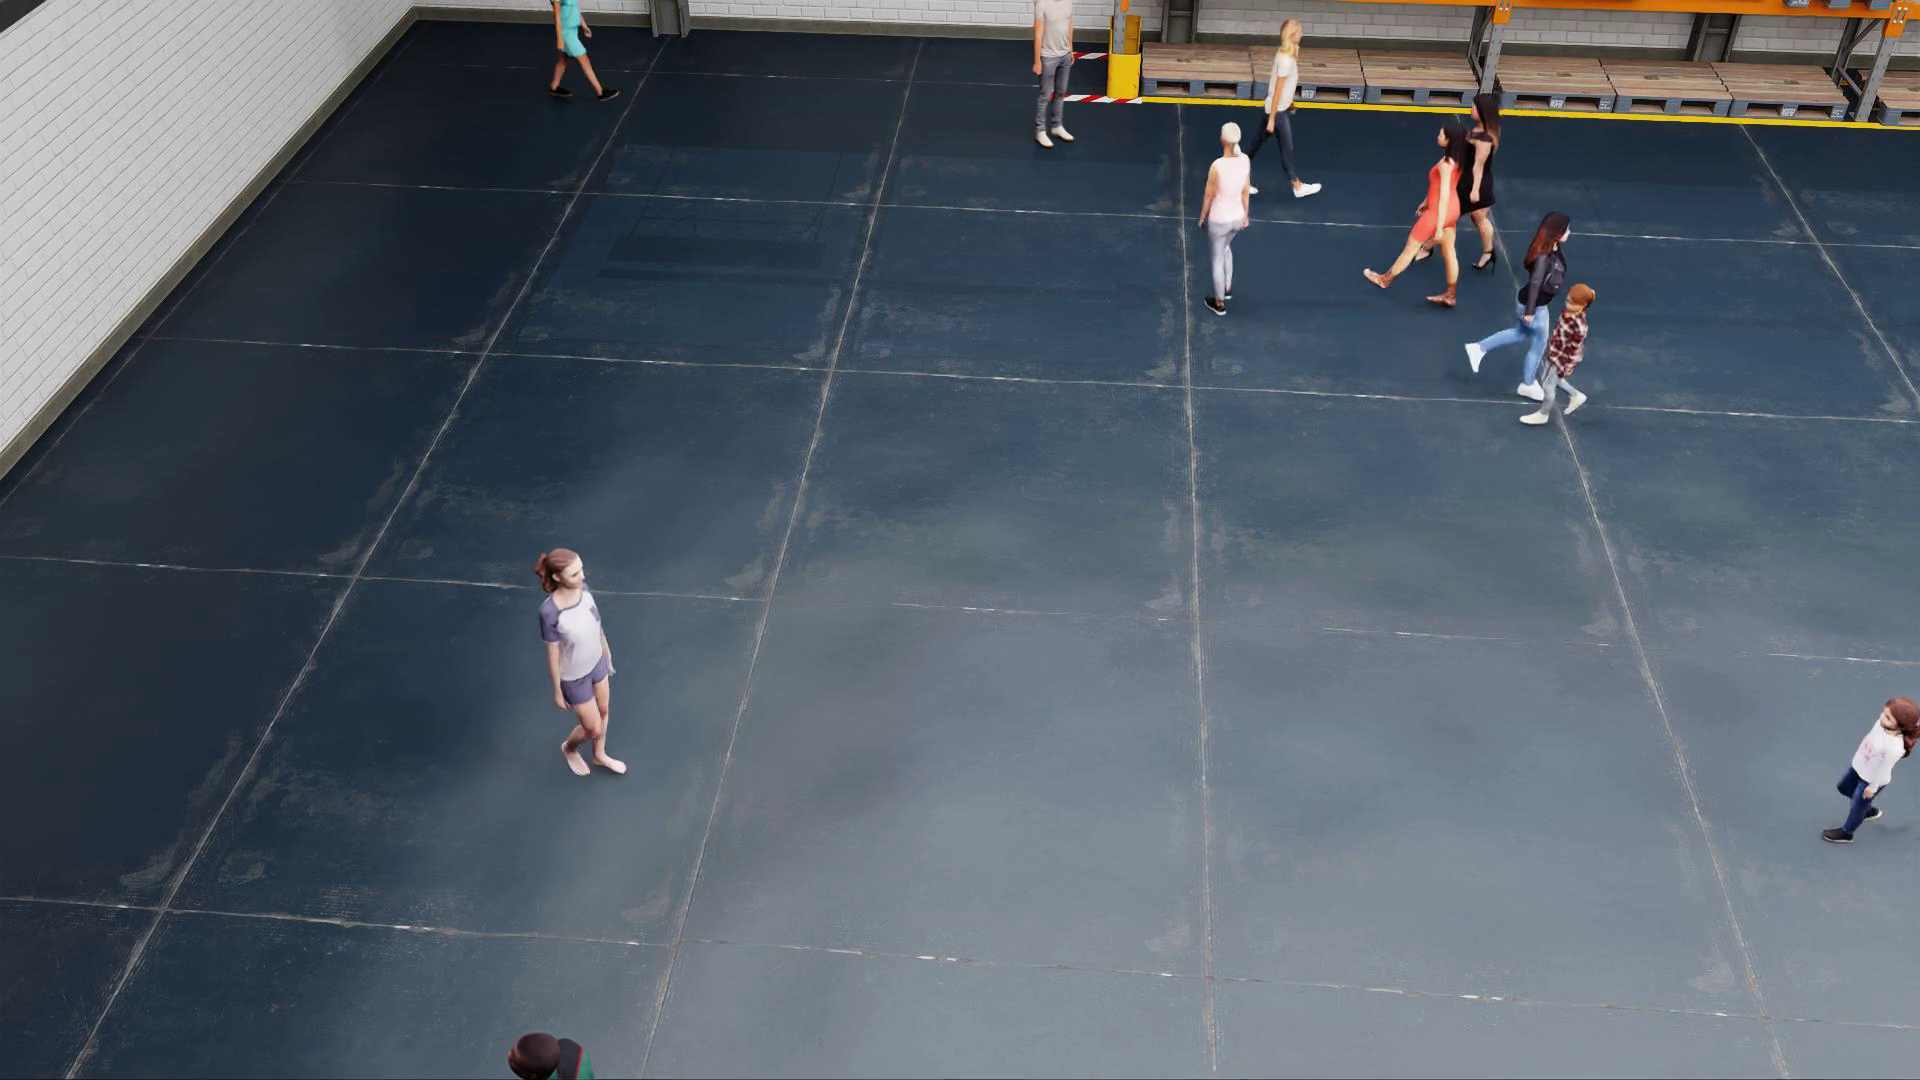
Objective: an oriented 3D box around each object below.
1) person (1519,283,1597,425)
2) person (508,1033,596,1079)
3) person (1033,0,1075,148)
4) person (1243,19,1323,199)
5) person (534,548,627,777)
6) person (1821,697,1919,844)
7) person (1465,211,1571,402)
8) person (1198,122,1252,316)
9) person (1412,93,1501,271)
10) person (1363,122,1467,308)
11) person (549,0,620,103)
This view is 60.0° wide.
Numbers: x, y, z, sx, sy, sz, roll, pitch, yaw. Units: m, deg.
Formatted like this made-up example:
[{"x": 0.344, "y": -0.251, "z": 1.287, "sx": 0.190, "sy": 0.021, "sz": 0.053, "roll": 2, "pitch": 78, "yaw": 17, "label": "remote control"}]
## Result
[{"x": 4.786, "y": -1.448, "z": 13.031, "sx": 0.748, "sy": 1.288, "sz": 0.571, "roll": 1, "pitch": 39, "yaw": 1, "label": "person"}, {"x": -1.710, "y": 2.747, "z": 7.336, "sx": 0.589, "sy": 1.839, "sz": 0.668, "roll": 3, "pitch": 39, "yaw": 4, "label": "person"}, {"x": 0.946, "y": -4.958, "z": 16.944, "sx": 0.746, "sy": 1.889, "sz": 0.801, "roll": -28, "pitch": 47, "yaw": -31, "label": "person"}, {"x": 2.938, "y": -4.097, "z": 15.959, "sx": 1.079, "sy": 1.773, "sz": 0.634, "roll": 4, "pitch": 39, "yaw": 5, "label": "person"}, {"x": -2.326, "y": 0.745, "z": 9.912, "sx": 0.743, "sy": 1.753, "sz": 0.693, "roll": 18, "pitch": 42, "yaw": 21, "label": "person"}, {"x": 5.362, "y": 1.345, "z": 9.683, "sx": 0.559, "sy": 1.103, "sz": 0.452, "roll": 1, "pitch": 39, "yaw": 1, "label": "person"}, {"x": 4.521, "y": -1.894, "z": 13.329, "sx": 1.055, "sy": 1.614, "sz": 0.808, "roll": 13, "pitch": 40, "yaw": 16, "label": "person"}, {"x": 2.325, "y": -2.708, "z": 14.272, "sx": 0.677, "sy": 1.709, "sz": 0.742, "roll": -18, "pitch": 42, "yaw": -21, "label": "person"}, {"x": 4.650, "y": -3.129, "z": 14.828, "sx": 1.101, "sy": 1.673, "sz": 0.884, "roll": 16, "pitch": 41, "yaw": 19, "label": "person"}, {"x": 4.238, "y": -2.766, "z": 14.369, "sx": 1.148, "sy": 1.678, "sz": 0.918, "roll": 22, "pitch": 43, "yaw": 25, "label": "person"}, {"x": -4.265, "y": -5.435, "z": 17.841, "sx": 1.034, "sy": 1.516, "sz": 0.548, "roll": 4, "pitch": 39, "yaw": 5, "label": "person"}]
